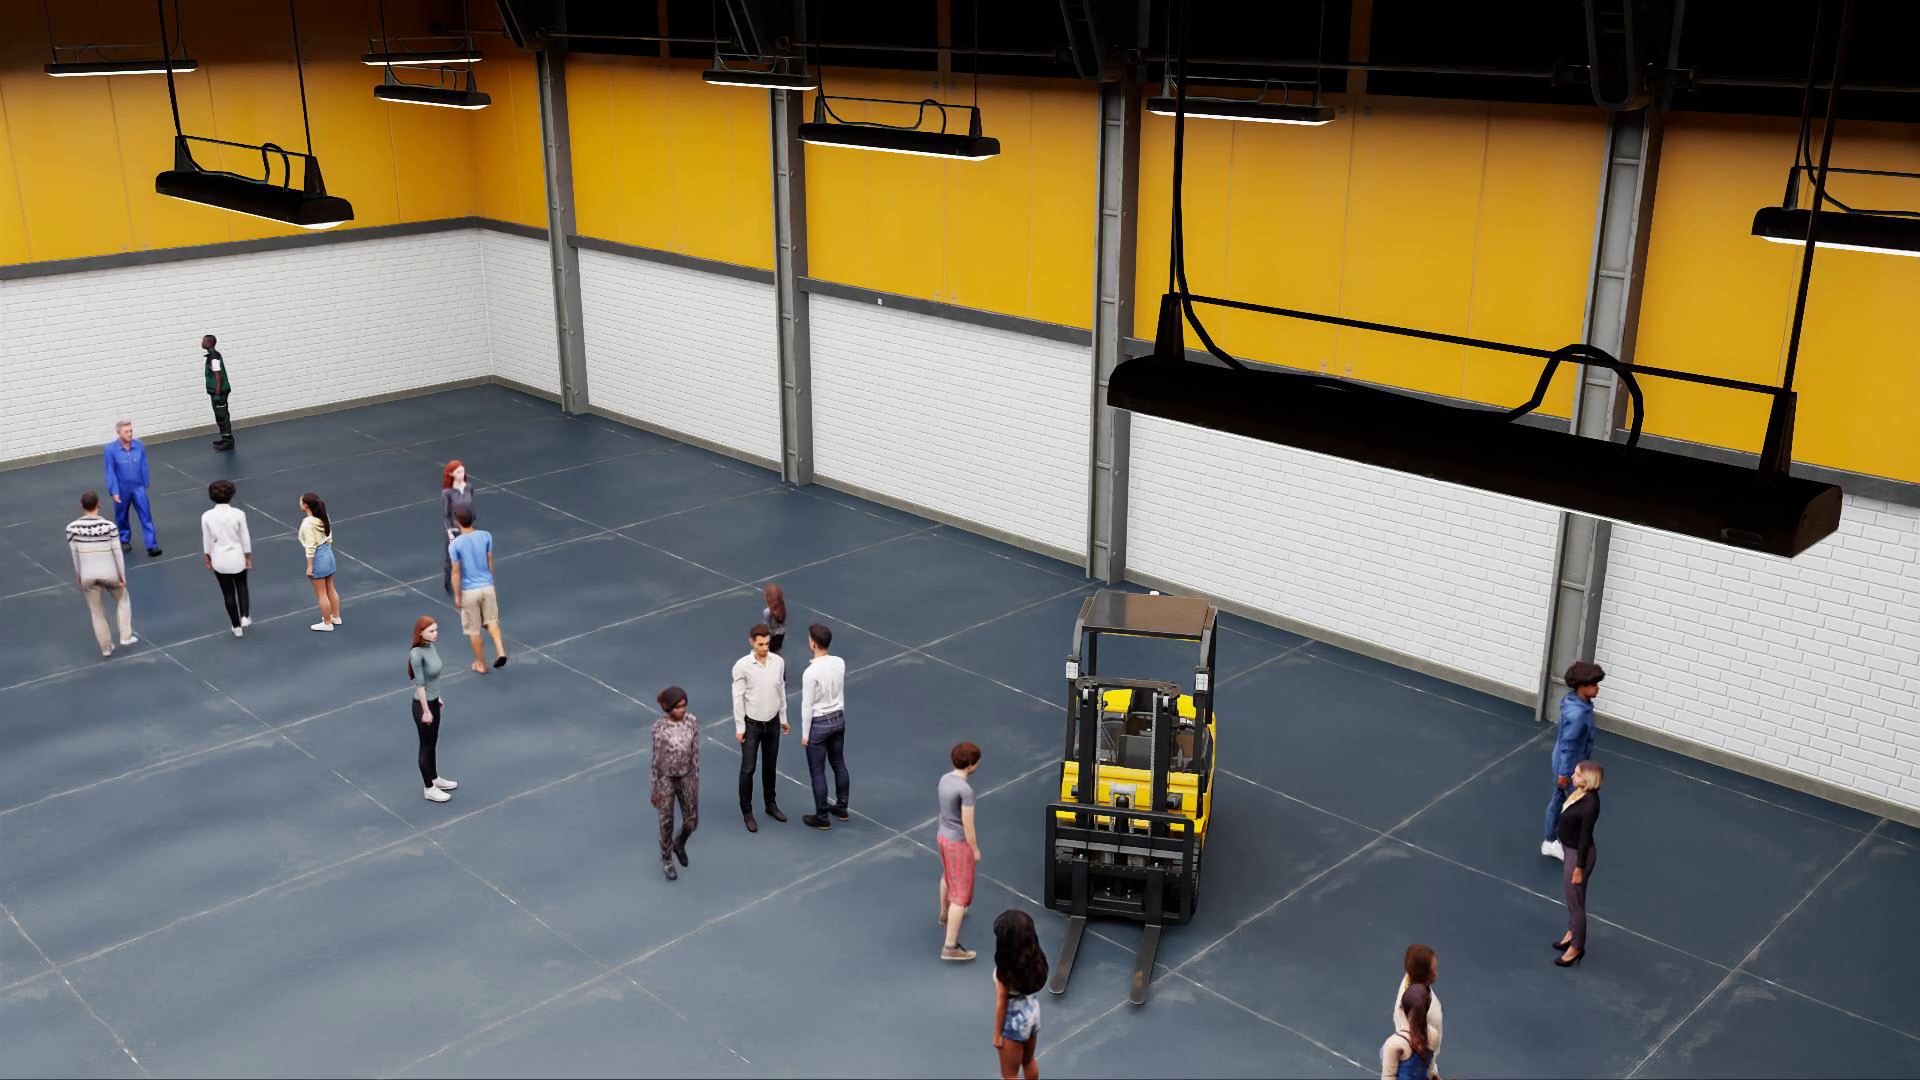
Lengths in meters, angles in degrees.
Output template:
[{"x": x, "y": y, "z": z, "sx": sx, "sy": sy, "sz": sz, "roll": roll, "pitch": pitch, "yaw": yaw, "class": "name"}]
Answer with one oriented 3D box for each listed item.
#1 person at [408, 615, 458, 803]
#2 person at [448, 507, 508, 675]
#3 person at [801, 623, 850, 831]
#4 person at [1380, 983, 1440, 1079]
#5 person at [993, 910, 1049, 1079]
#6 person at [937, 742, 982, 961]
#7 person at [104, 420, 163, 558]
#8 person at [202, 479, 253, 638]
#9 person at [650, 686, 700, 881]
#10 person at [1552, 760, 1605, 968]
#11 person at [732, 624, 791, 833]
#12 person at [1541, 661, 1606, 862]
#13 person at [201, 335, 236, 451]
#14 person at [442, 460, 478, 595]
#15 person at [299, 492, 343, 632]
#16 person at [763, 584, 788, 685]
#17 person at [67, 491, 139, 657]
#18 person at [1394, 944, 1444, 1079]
[{"x": -4.808, "y": 1.503, "z": 15.031, "sx": 0.723, "sy": 1.743, "sz": 0.671, "roll": 1, "pitch": 19, "yaw": 3, "class": "person"}, {"x": -5.094, "y": 0.557, "z": 17.678, "sx": 0.690, "sy": 1.846, "sz": 0.802, "roll": -13, "pitch": 23, "yaw": -34, "class": "person"}, {"x": -1.169, "y": 1.619, "z": 14.498, "sx": 0.550, "sy": 1.862, "sz": 0.600, "roll": 18, "pitch": 25, "yaw": 42, "class": "person"}, {"x": 2.634, "y": 3.371, "z": 9.726, "sx": 0.702, "sy": 1.588, "sz": 0.737, "roll": -9, "pitch": 21, "yaw": -25, "class": "person"}, {"x": 0.366, "y": 3.070, "z": 10.569, "sx": 0.647, "sy": 1.621, "sz": 0.631, "roll": 10, "pitch": 21, "yaw": 27, "class": "person"}, {"x": -0.044, "y": 2.330, "z": 12.768, "sx": 1.026, "sy": 1.621, "sz": 0.846, "roll": -9, "pitch": 21, "yaw": -24, "class": "person"}, {"x": -10.732, "y": -0.648, "z": 21.379, "sx": 0.746, "sy": 1.768, "sz": 1.196, "roll": -16, "pitch": 25, "yaw": -40, "class": "person"}, {"x": -8.231, "y": 0.232, "z": 18.731, "sx": 0.746, "sy": 1.790, "sz": 0.763, "roll": -9, "pitch": 21, "yaw": -26, "class": "person"}, {"x": -2.367, "y": 1.967, "z": 13.715, "sx": 0.703, "sy": 1.702, "sz": 0.735, "roll": -7, "pitch": 20, "yaw": -20, "class": "person"}, {"x": 4.650, "y": 2.407, "z": 12.463, "sx": 0.680, "sy": 1.668, "sz": 0.672, "roll": 5, "pitch": 19, "yaw": 15, "class": "person"}, {"x": -1.752, "y": 1.603, "z": 14.537, "sx": 0.693, "sy": 1.868, "sz": 0.591, "roll": -13, "pitch": 22, "yaw": -33, "class": "person"}, {"x": 5.030, "y": 1.852, "z": 13.910, "sx": 0.746, "sy": 1.796, "sz": 0.772, "roll": 9, "pitch": 21, "yaw": 26, "class": "person"}, {"x": -11.739, "y": -2.352, "z": 26.326, "sx": 0.824, "sy": 1.840, "sz": 0.674, "roll": -8, "pitch": 20, "yaw": -23, "class": "person"}, {"x": -5.988, "y": -0.082, "z": 19.753, "sx": 0.616, "sy": 1.732, "sz": 1.178, "roll": -16, "pitch": 25, "yaw": -40, "class": "person"}, {"x": -7.298, "y": 0.235, "z": 18.972, "sx": 0.740, "sy": 1.631, "sz": 0.723, "roll": 4, "pitch": 19, "yaw": 10, "class": "person"}, {"x": -1.909, "y": 1.000, "z": 17.544, "sx": 0.602, "sy": 1.093, "sz": 0.553, "roll": 7, "pitch": 20, "yaw": 20, "class": "person"}, {"x": -9.405, "y": 0.401, "z": 18.145, "sx": 0.795, "sy": 1.844, "sz": 0.808, "roll": -6, "pitch": 19, "yaw": -17, "class": "person"}, {"x": 2.715, "y": 3.197, "z": 10.112, "sx": 0.751, "sy": 1.672, "sz": 0.734, "roll": 3, "pitch": 19, "yaw": 8, "class": "person"}]
